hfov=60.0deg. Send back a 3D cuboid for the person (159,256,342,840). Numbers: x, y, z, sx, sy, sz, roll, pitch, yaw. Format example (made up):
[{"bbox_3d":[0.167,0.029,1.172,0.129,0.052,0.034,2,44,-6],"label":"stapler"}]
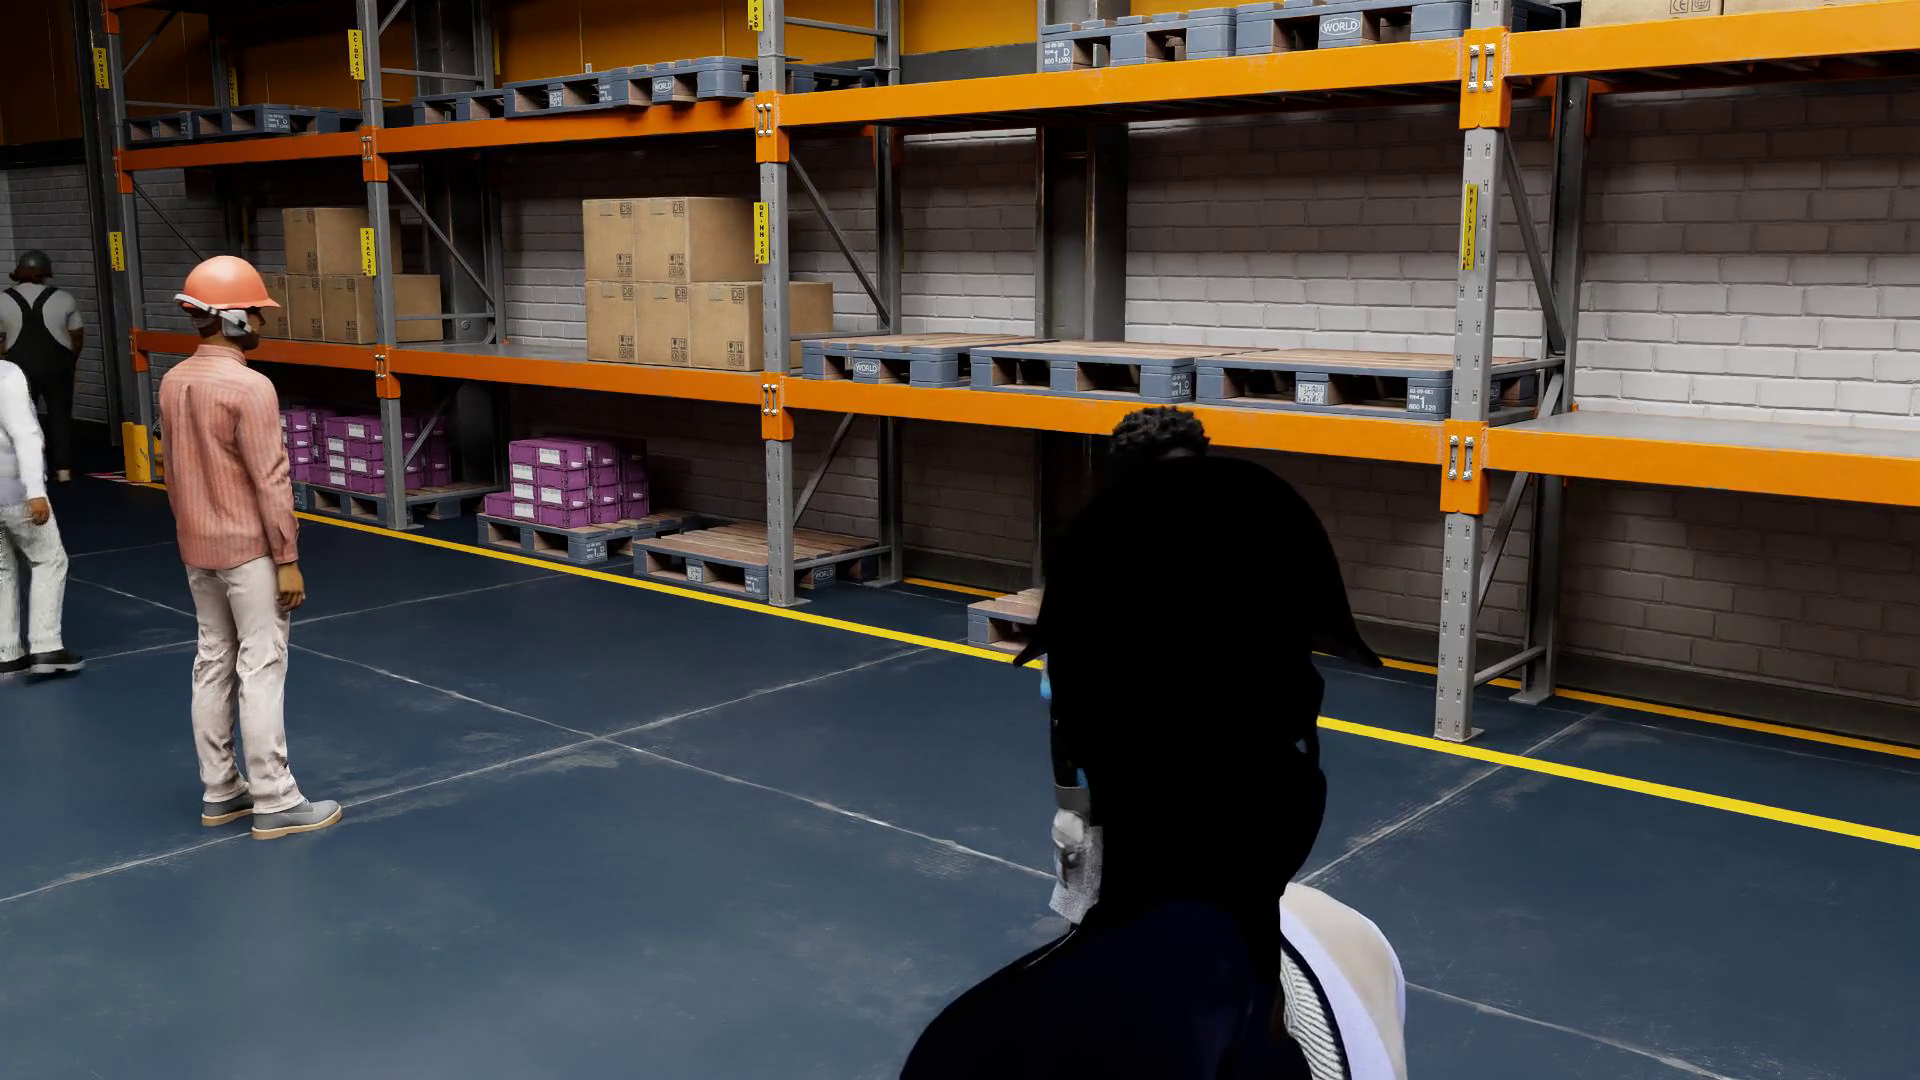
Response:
[{"bbox_3d":[-2.473,0.033,5.724,0.611,1.995,0.381,6,12,33],"label":"person"}]

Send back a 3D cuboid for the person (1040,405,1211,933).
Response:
[{"bbox_3d":[0.409,0.550,3.626,0.540,1.695,0.317,-6,12,-32],"label":"person"}]

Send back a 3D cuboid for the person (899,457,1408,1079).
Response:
[{"bbox_3d":[0.152,0.875,1.090,0.361,1.935,0.553,8,13,39],"label":"person"}]

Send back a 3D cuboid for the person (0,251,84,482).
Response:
[{"bbox_3d":[-7.948,-1.513,14.395,0.706,2.000,0.588,-4,11,-23],"label":"person"}]

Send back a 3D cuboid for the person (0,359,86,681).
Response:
[{"bbox_3d":[-4.516,-0.224,7.826,0.669,1.769,0.403,3,10,16],"label":"person"}]
